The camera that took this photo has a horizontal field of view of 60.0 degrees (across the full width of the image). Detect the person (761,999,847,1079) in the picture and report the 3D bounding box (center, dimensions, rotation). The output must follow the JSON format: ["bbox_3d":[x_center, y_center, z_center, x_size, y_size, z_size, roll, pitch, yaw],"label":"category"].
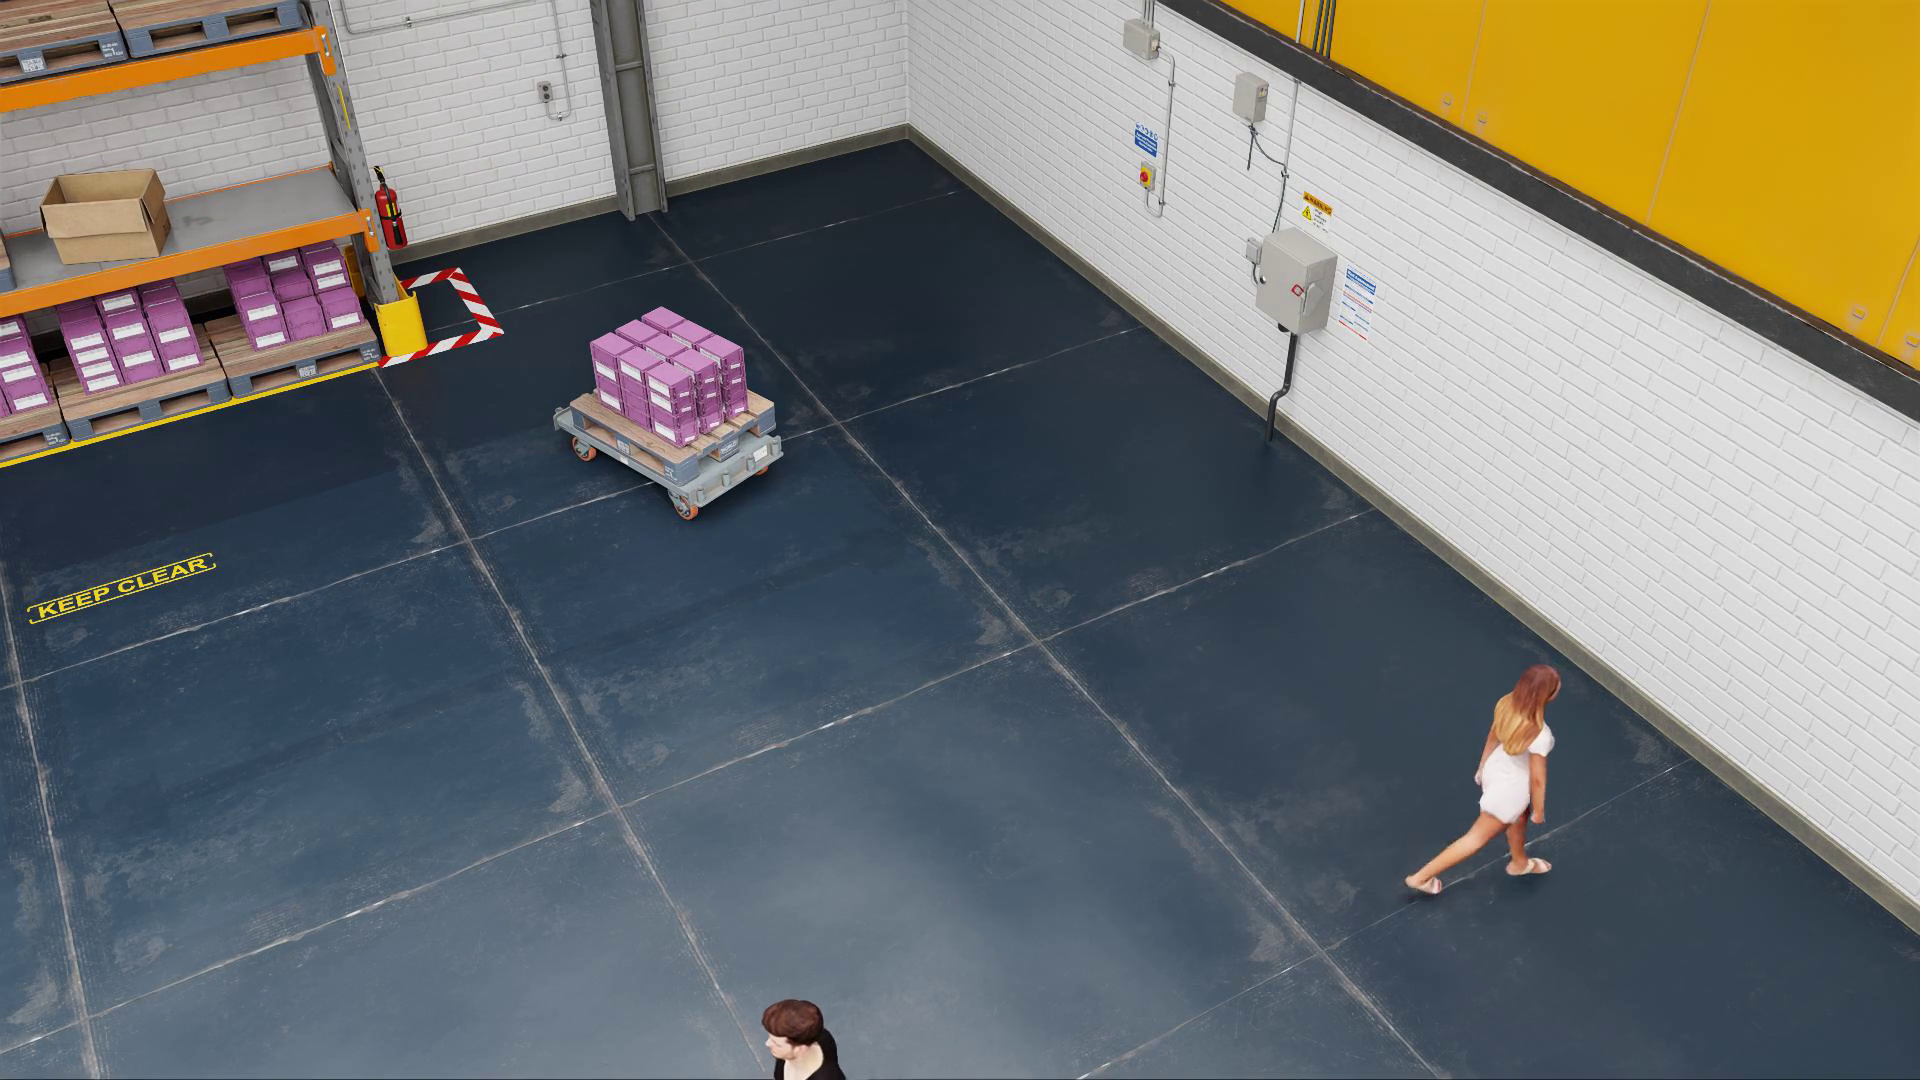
[{"bbox_3d":[-0.536,2.620,7.301,0.911,1.871,0.715,-17,42,-20],"label":"person"}]

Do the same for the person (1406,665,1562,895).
[{"bbox_3d":[2.901,1.364,9.047,1.209,1.655,0.844,-7,39,-8],"label":"person"}]
